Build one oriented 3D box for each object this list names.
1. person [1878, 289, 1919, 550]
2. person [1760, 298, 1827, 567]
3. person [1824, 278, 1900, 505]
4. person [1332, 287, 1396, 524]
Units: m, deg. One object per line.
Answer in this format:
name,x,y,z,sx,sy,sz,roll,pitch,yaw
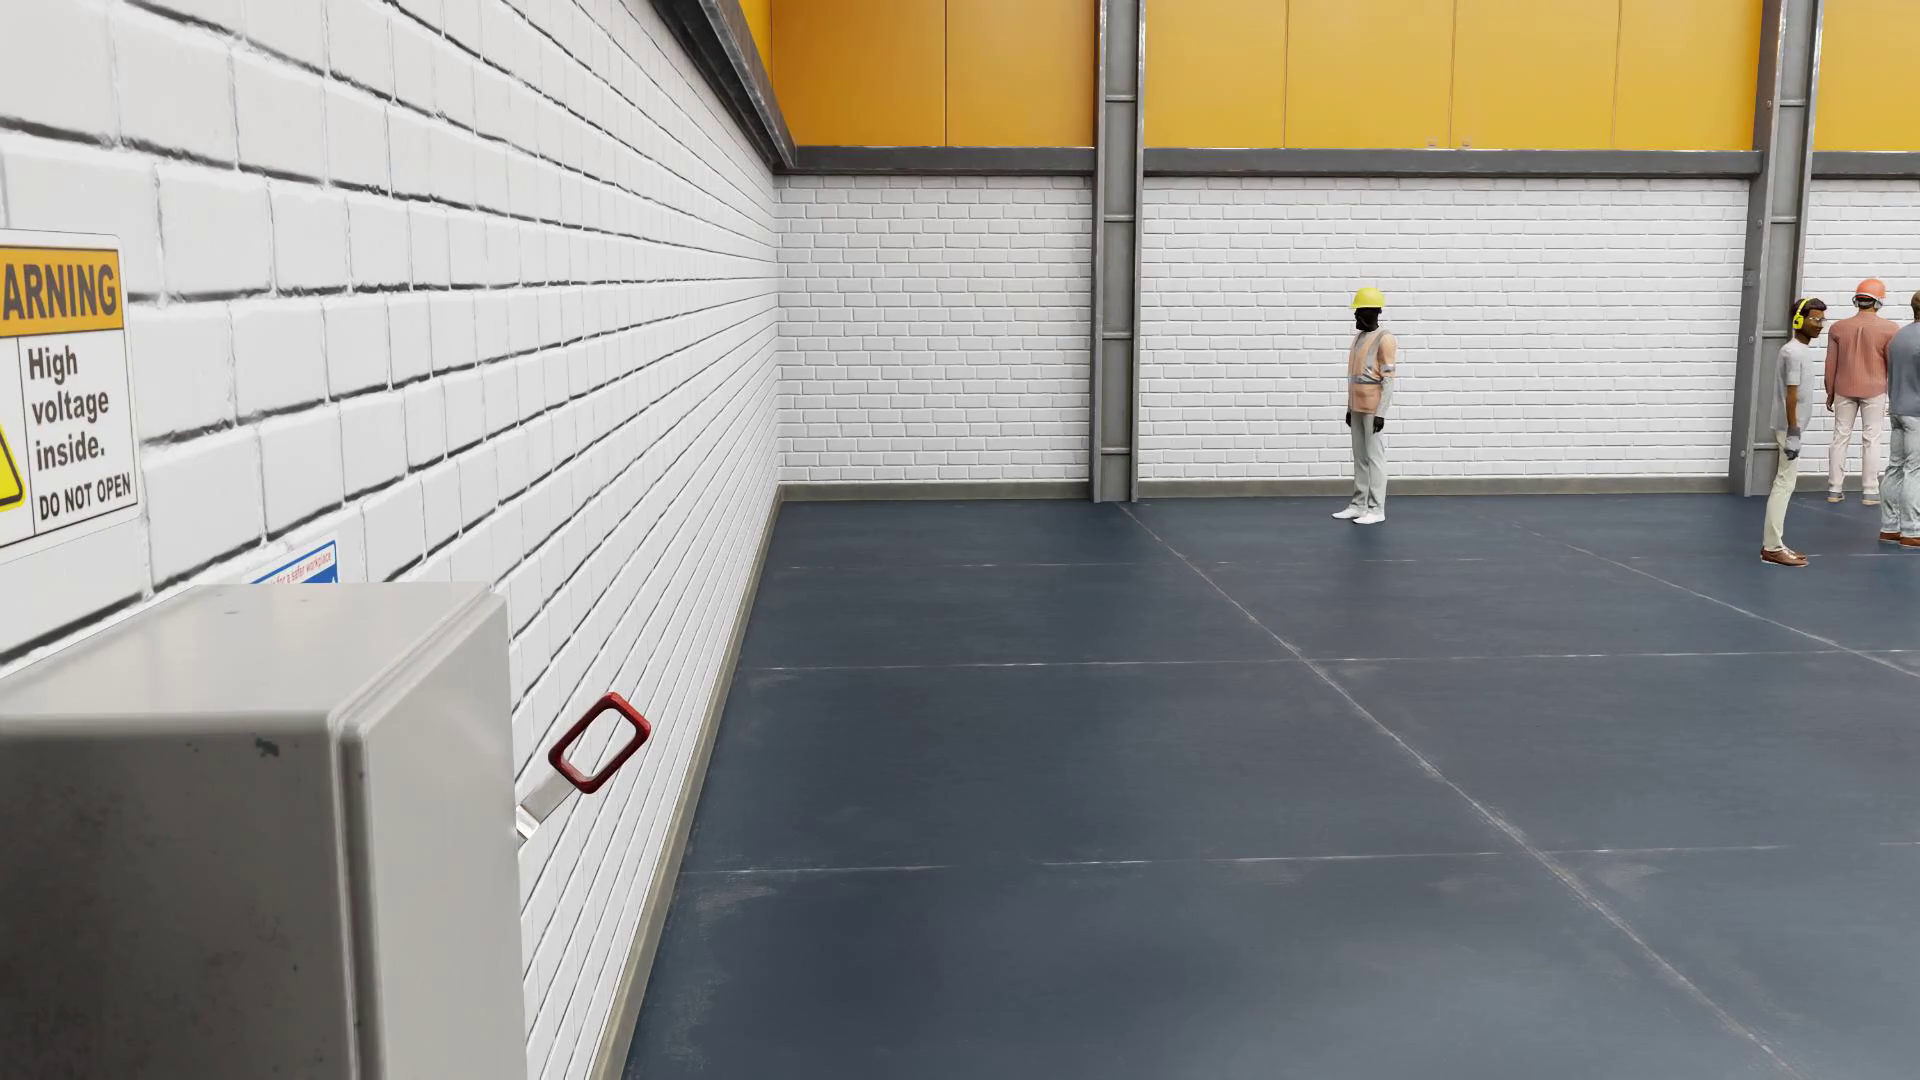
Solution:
person,7.085,-0.897,12.307,0.368,1.940,0.632,0,9,2
person,5.844,-0.754,11.655,0.310,1.861,0.534,4,10,26
person,7.984,-1.310,14.728,0.612,1.995,0.382,8,12,43
person,3.320,-1.093,13.577,0.365,1.928,0.585,-3,9,-16
